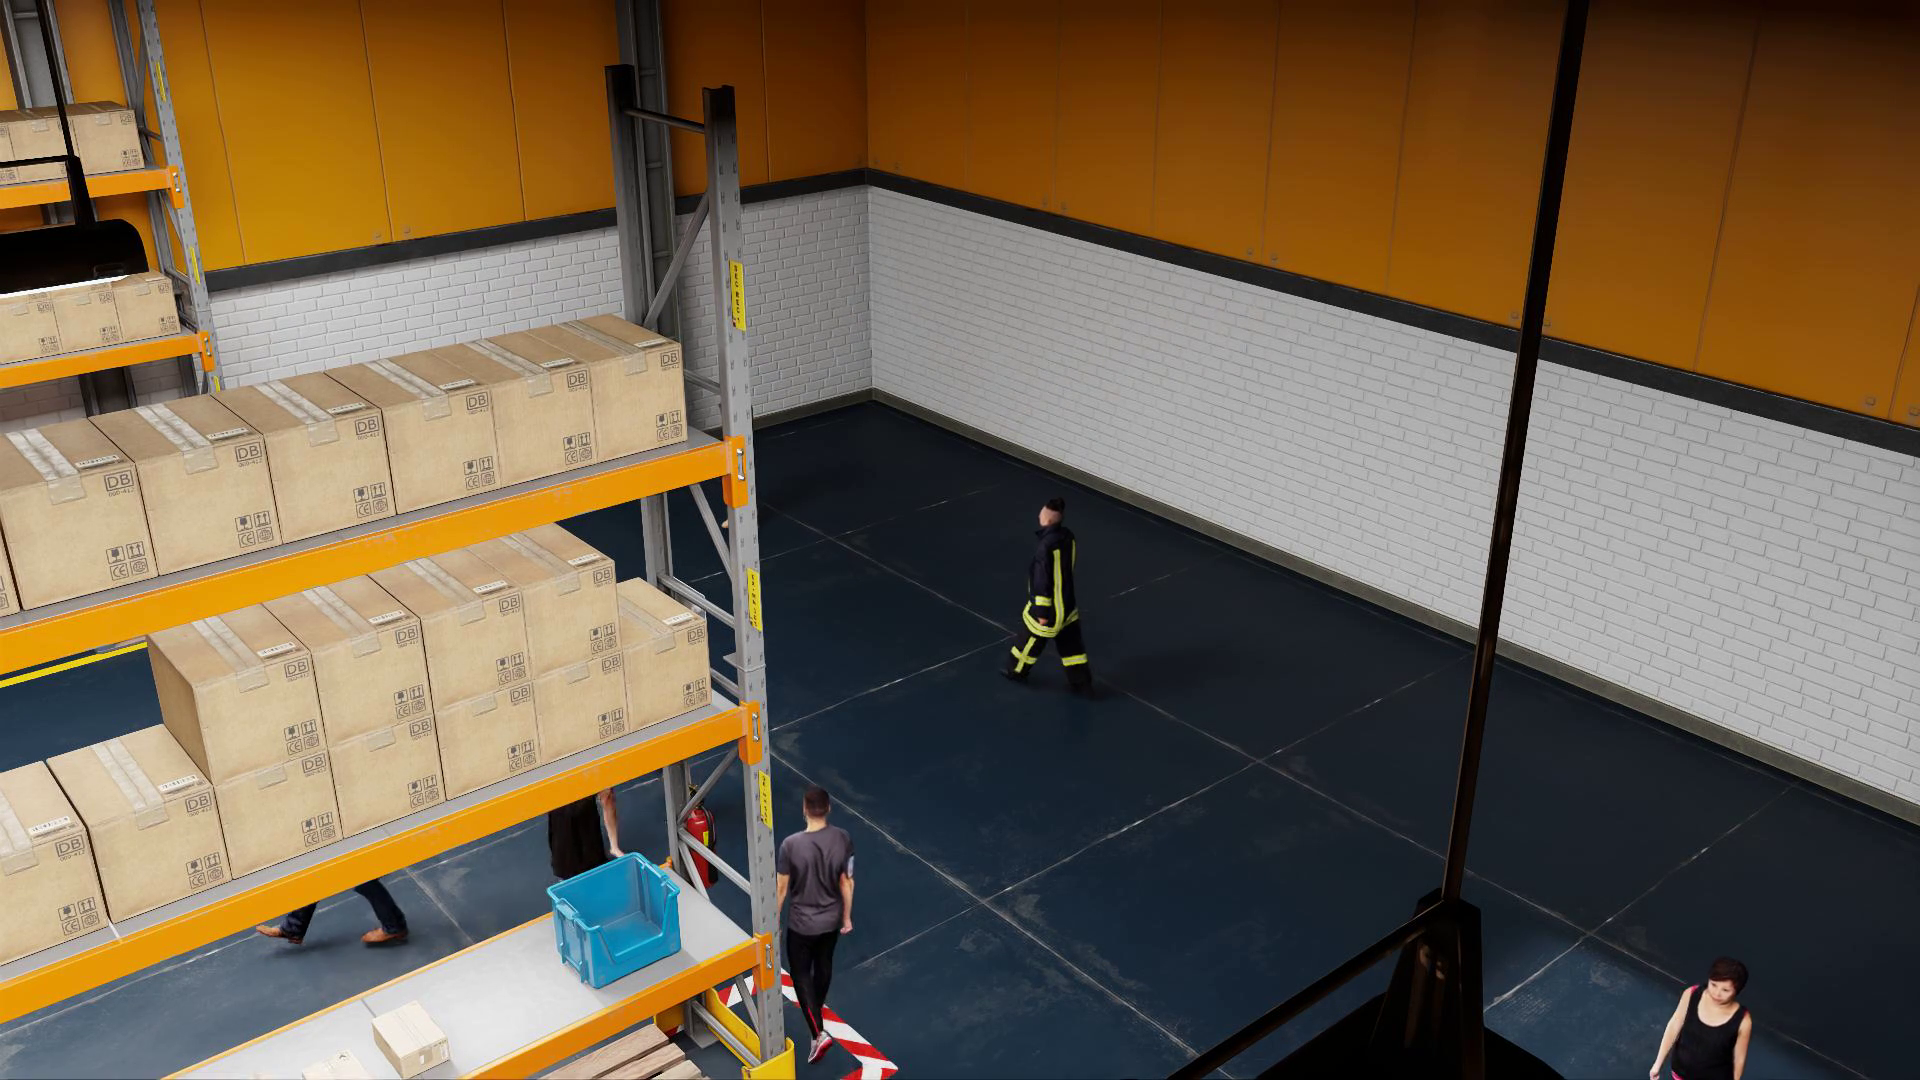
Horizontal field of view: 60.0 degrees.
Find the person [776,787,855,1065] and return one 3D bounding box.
[{"bbox_3d":[-0.873,2.381,10.215,1.064,1.740,0.967,-11,26,-23],"label":"person"}]

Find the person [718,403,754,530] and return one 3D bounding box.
[{"bbox_3d":[-2.386,-0.941,17.915,0.673,1.659,0.733,15,28,30],"label":"person"}]

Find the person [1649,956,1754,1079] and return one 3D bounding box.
[{"bbox_3d":[4.161,2.925,9.258,1.008,1.509,0.549,-18,29,-35],"label":"person"}]

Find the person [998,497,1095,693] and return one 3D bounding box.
[{"bbox_3d":[0.864,0.525,14.352,1.026,1.826,1.177,15,28,31],"label":"person"}]
